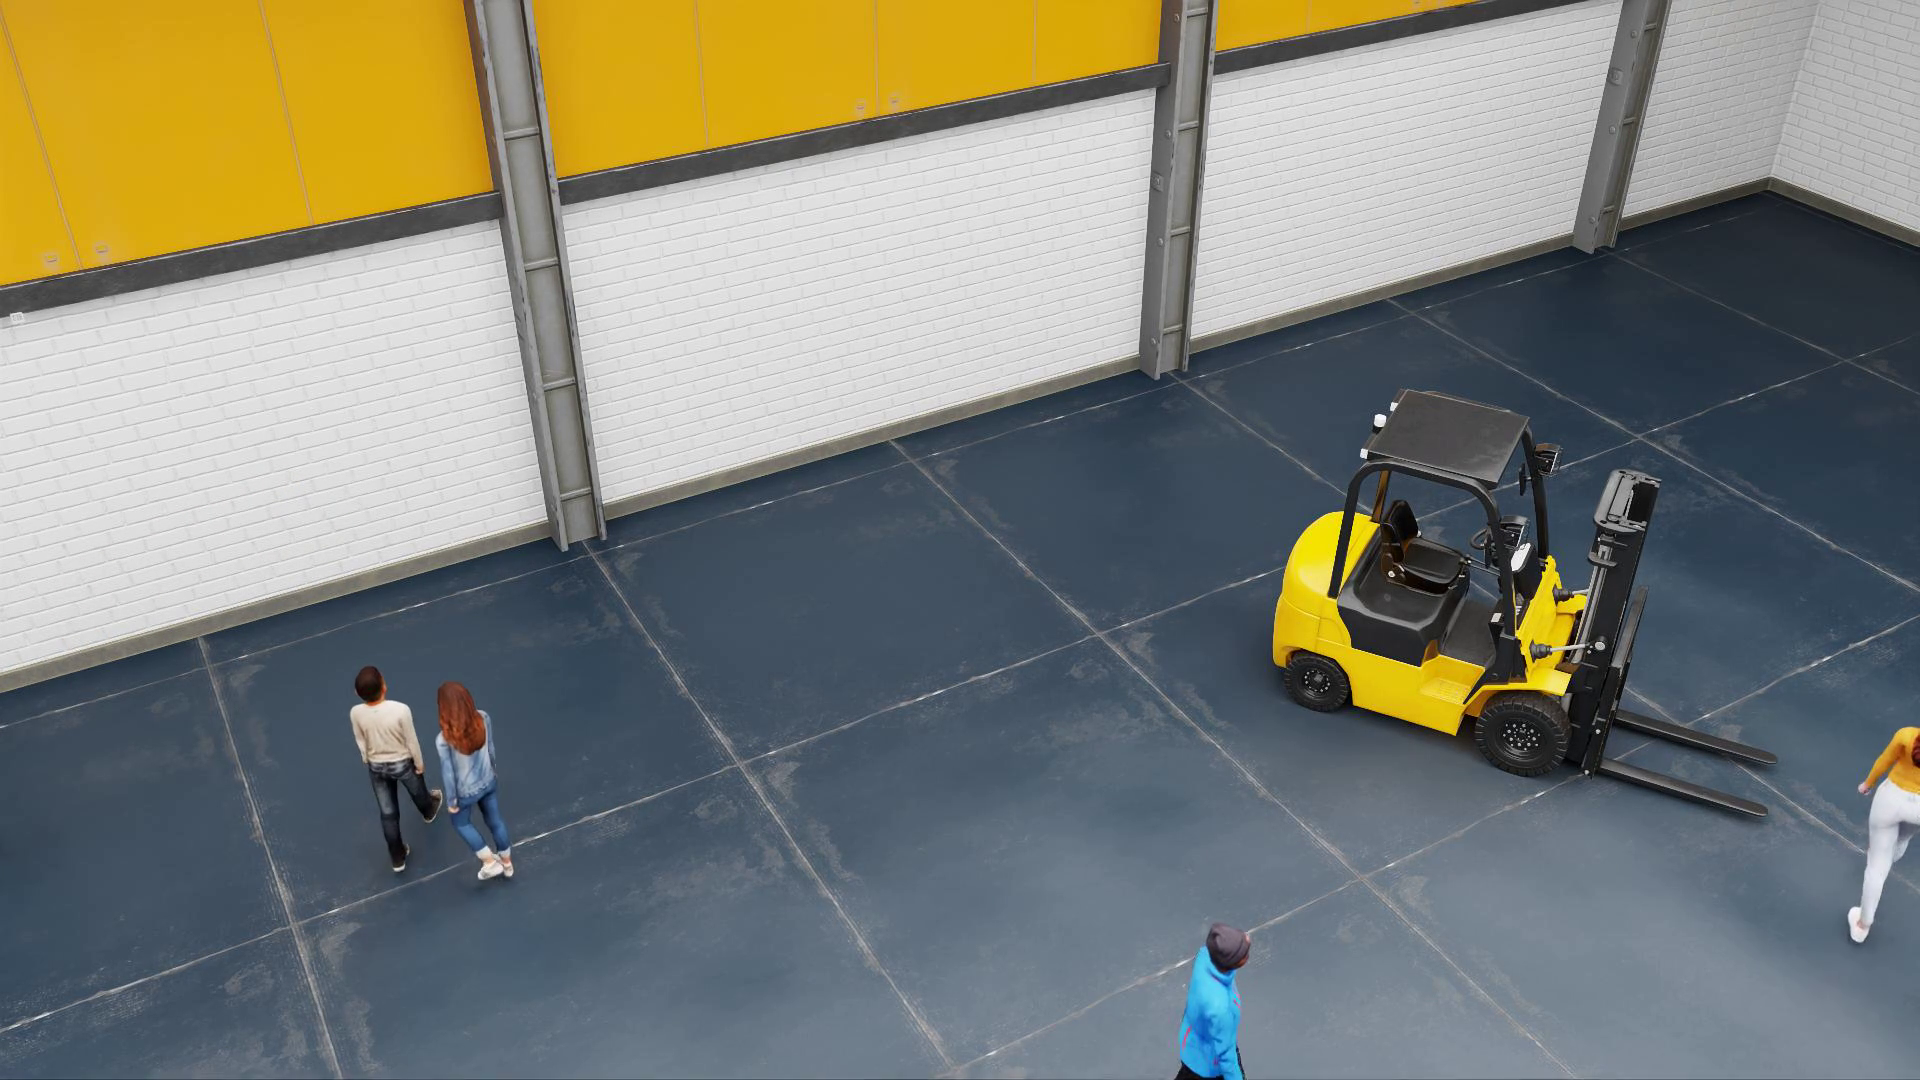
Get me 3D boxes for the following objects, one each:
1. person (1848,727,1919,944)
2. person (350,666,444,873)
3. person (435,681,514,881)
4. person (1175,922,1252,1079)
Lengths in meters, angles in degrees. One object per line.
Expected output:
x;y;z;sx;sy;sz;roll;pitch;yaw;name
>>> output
5.571;1.671;9.820;1.003;1.710;1.139;12;36;18;person
-3.570;1.451;10.401;0.924;1.433;0.836;-4;34;-6;person
-2.983;1.525;10.267;0.751;1.459;0.667;22;39;29;person
1.141;2.596;8.393;1.229;1.751;1.048;2;34;2;person
